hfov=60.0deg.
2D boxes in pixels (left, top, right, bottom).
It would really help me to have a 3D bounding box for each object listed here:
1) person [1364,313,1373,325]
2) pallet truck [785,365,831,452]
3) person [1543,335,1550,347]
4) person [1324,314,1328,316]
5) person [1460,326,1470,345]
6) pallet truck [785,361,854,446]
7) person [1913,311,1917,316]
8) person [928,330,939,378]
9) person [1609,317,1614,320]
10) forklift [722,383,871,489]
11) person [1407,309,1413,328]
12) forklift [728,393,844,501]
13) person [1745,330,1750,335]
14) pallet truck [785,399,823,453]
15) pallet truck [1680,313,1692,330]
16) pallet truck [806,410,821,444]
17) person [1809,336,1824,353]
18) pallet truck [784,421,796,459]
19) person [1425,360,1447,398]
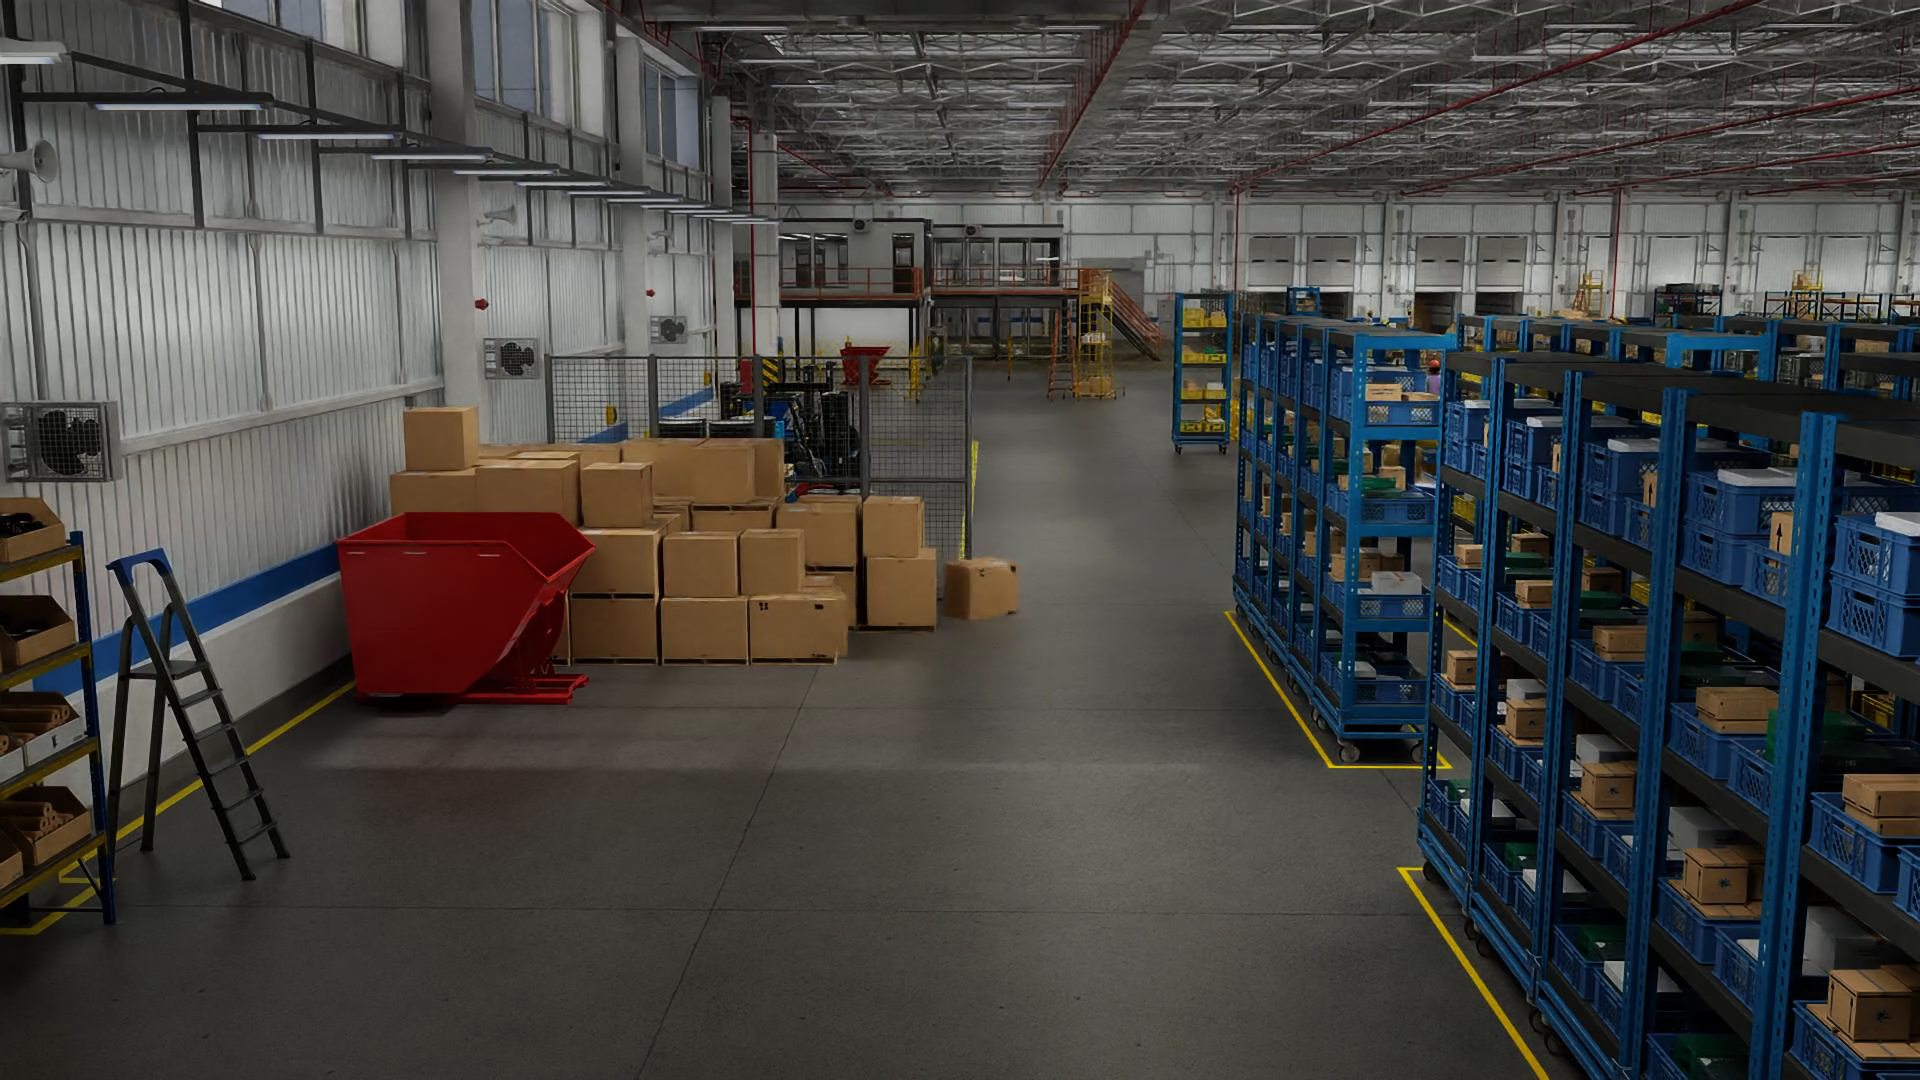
[{"bbox_3d":[22.654,-11.754,92.500,0.961,1.785,0.629,-6,11,-34],"label":"person"},{"bbox_3d":[-3.774,-2.976,37.635,1.885,1.965,0.823,1,9,5],"label":"pallet truck"},{"bbox_3d":[22.732,-7.290,64.716,0.537,1.842,0.535,3,10,21],"label":"person"},{"bbox_3d":[19.452,-11.014,87.842,0.682,1.810,0.646,8,12,40],"label":"person"},{"bbox_3d":[24.603,-9.984,81.220,0.573,1.883,0.354,7,11,35],"label":"person"},{"bbox_3d":[-3.410,-3.193,38.978,1.885,1.965,0.823,0,9,-1],"label":"pallet truck"},{"bbox_3d":[52.999,-11.798,92.435,0.552,1.874,1.011,6,11,34],"label":"person"},{"bbox_3d":[-1.037,-7.150,63.892,0.420,1.828,0.557,-3,10,-18],"label":"person"},{"bbox_3d":[32.017,-10.091,82.038,0.963,1.823,0.557,9,13,43],"label":"person"},{"bbox_3d":[-2.893,-1.687,28.729,2.680,1.987,1.157,0,9,-1],"label":"forklift"},{"bbox_3d":[25.593,-12.174,94.623,0.395,1.920,0.585,5,11,29],"label":"person"},{"bbox_3d":[-2.979,-1.316,26.476,2.680,1.987,1.157,0,9,1],"label":"forklift"},{"bbox_3d":[37.667,-9.787,79.974,0.971,1.897,0.640,-5,10,-27],"label":"person"},{"bbox_3d":[-3.814,-2.432,36.419,1.630,1.274,0.653,0,9,1],"label":"pallet truck"},{"bbox_3d":[36.315,-10.531,84.244,0.823,1.965,1.885,-6,11,-33],"label":"pallet truck"},{"bbox_3d":[-3.559,-2.018,33.905,1.522,1.261,0.704,0,9,-1],"label":"pallet truck"},{"bbox_3d":[33.622,-7.442,65.336,0.560,1.945,0.624,-4,10,-25],"label":"person"},{"bbox_3d":[-4.013,-1.793,32.705,1.601,1.201,0.680,0,9,1],"label":"pallet truck"},{"bbox_3d":[10.988,-3.163,38.646,0.615,2.042,0.372,0,9,0],"label":"person"}]
